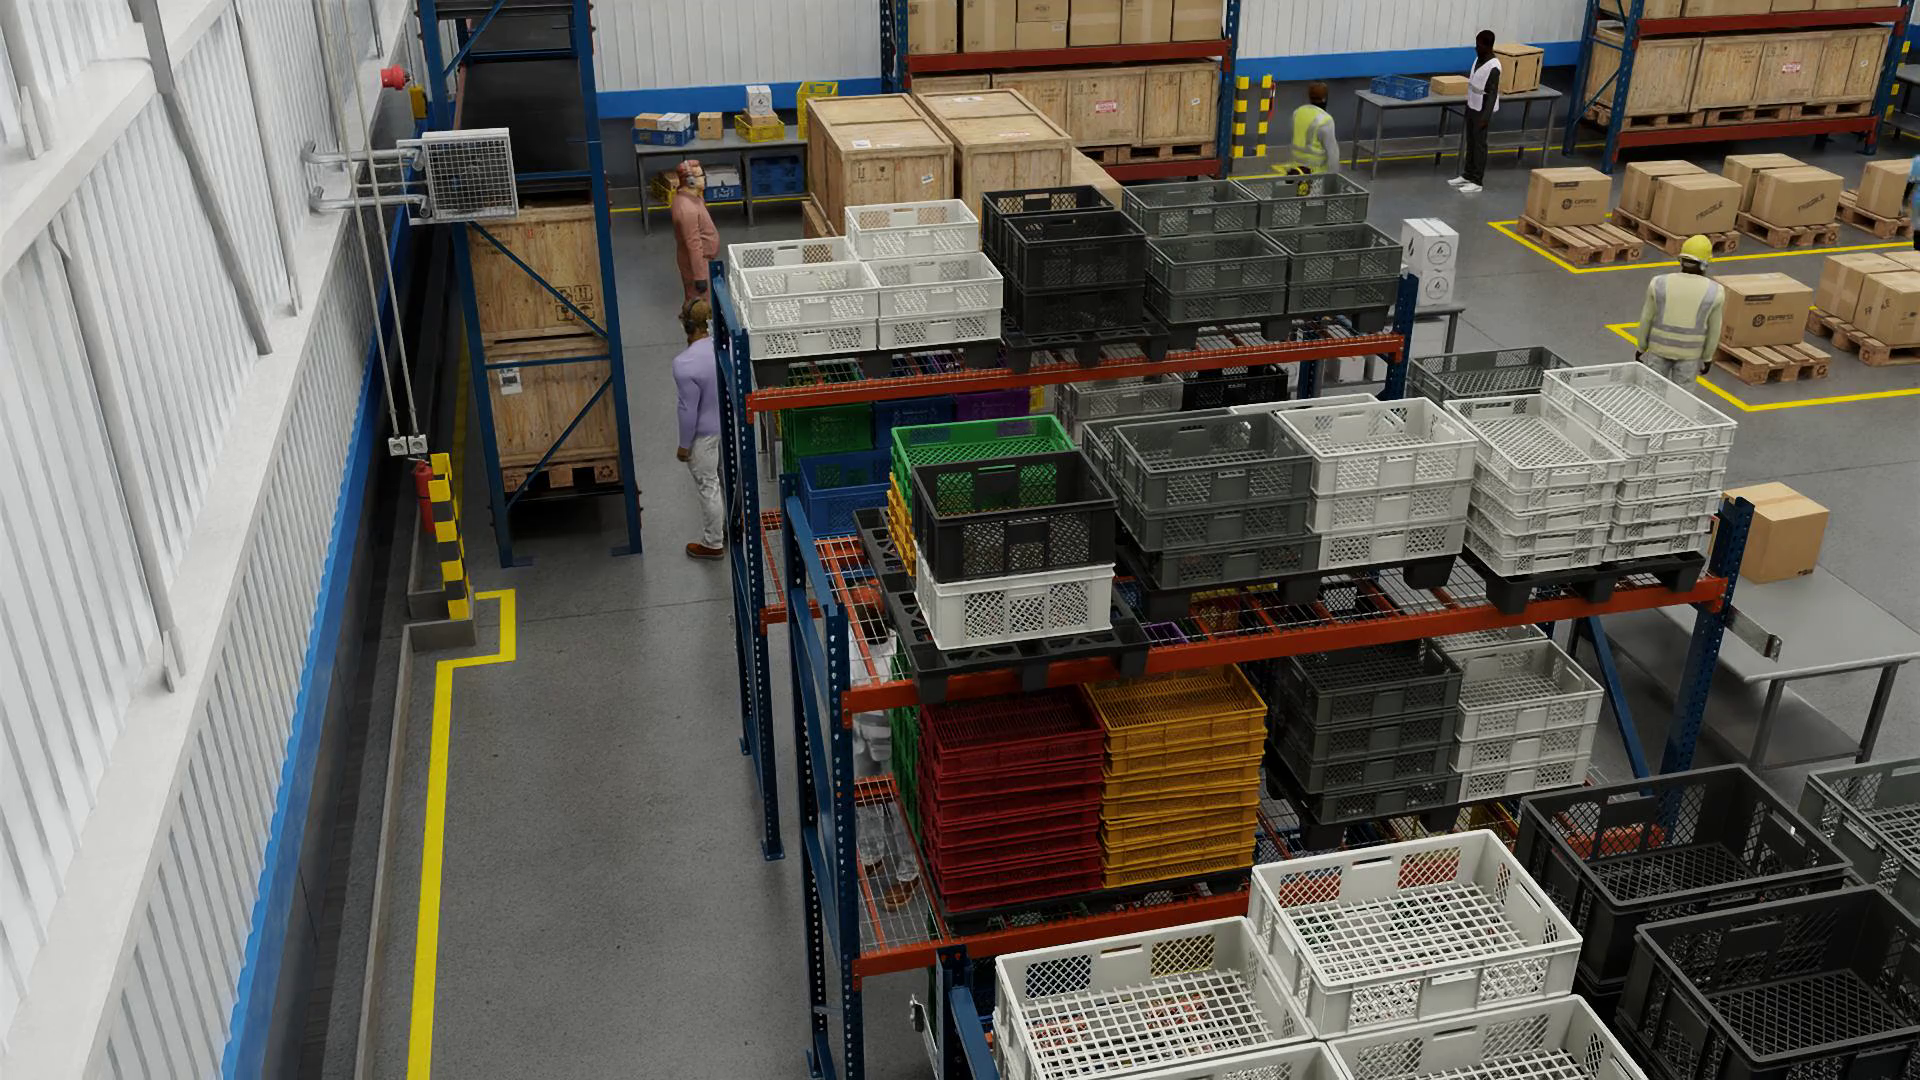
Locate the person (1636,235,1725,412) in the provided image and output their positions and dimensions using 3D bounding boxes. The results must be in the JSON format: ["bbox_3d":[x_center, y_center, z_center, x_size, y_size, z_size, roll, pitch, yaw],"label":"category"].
[{"bbox_3d":[5.708,-1.532,13.264,0.594,1.828,0.403,14,31,25],"label":"person"}]

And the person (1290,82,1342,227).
[{"bbox_3d":[3.853,-4.003,17.964,0.542,1.827,0.689,-9,29,-16],"label":"person"}]

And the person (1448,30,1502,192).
[{"bbox_3d":[6.287,-5.188,20.112,0.390,1.914,0.587,-3,28,-6],"label":"person"}]

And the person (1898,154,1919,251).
[{"bbox_3d":[9.919,-3.407,16.986,0.471,1.660,0.548,-19,33,-32],"label":"person"}]

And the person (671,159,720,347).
[{"bbox_3d":[-2.349,-2.467,14.951,0.408,1.913,0.641,-7,28,-12],"label":"person"}]

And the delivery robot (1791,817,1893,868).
[{"bbox_3d":[4.523,1.697,8.398,0.477,0.478,0.707,-6,28,-12],"label":"delivery robot"}]

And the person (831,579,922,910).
[{"bbox_3d":[-0.399,1.020,8.375,0.577,1.878,0.347,18,33,30],"label":"person"}]

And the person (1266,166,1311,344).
[{"bbox_3d":[2.968,-2.419,14.900,0.328,1.876,0.514,-7,28,-12],"label":"person"}]

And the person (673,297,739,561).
[{"bbox_3d":[-1.782,-0.783,11.729,0.373,1.940,0.630,14,31,25],"label":"person"}]
